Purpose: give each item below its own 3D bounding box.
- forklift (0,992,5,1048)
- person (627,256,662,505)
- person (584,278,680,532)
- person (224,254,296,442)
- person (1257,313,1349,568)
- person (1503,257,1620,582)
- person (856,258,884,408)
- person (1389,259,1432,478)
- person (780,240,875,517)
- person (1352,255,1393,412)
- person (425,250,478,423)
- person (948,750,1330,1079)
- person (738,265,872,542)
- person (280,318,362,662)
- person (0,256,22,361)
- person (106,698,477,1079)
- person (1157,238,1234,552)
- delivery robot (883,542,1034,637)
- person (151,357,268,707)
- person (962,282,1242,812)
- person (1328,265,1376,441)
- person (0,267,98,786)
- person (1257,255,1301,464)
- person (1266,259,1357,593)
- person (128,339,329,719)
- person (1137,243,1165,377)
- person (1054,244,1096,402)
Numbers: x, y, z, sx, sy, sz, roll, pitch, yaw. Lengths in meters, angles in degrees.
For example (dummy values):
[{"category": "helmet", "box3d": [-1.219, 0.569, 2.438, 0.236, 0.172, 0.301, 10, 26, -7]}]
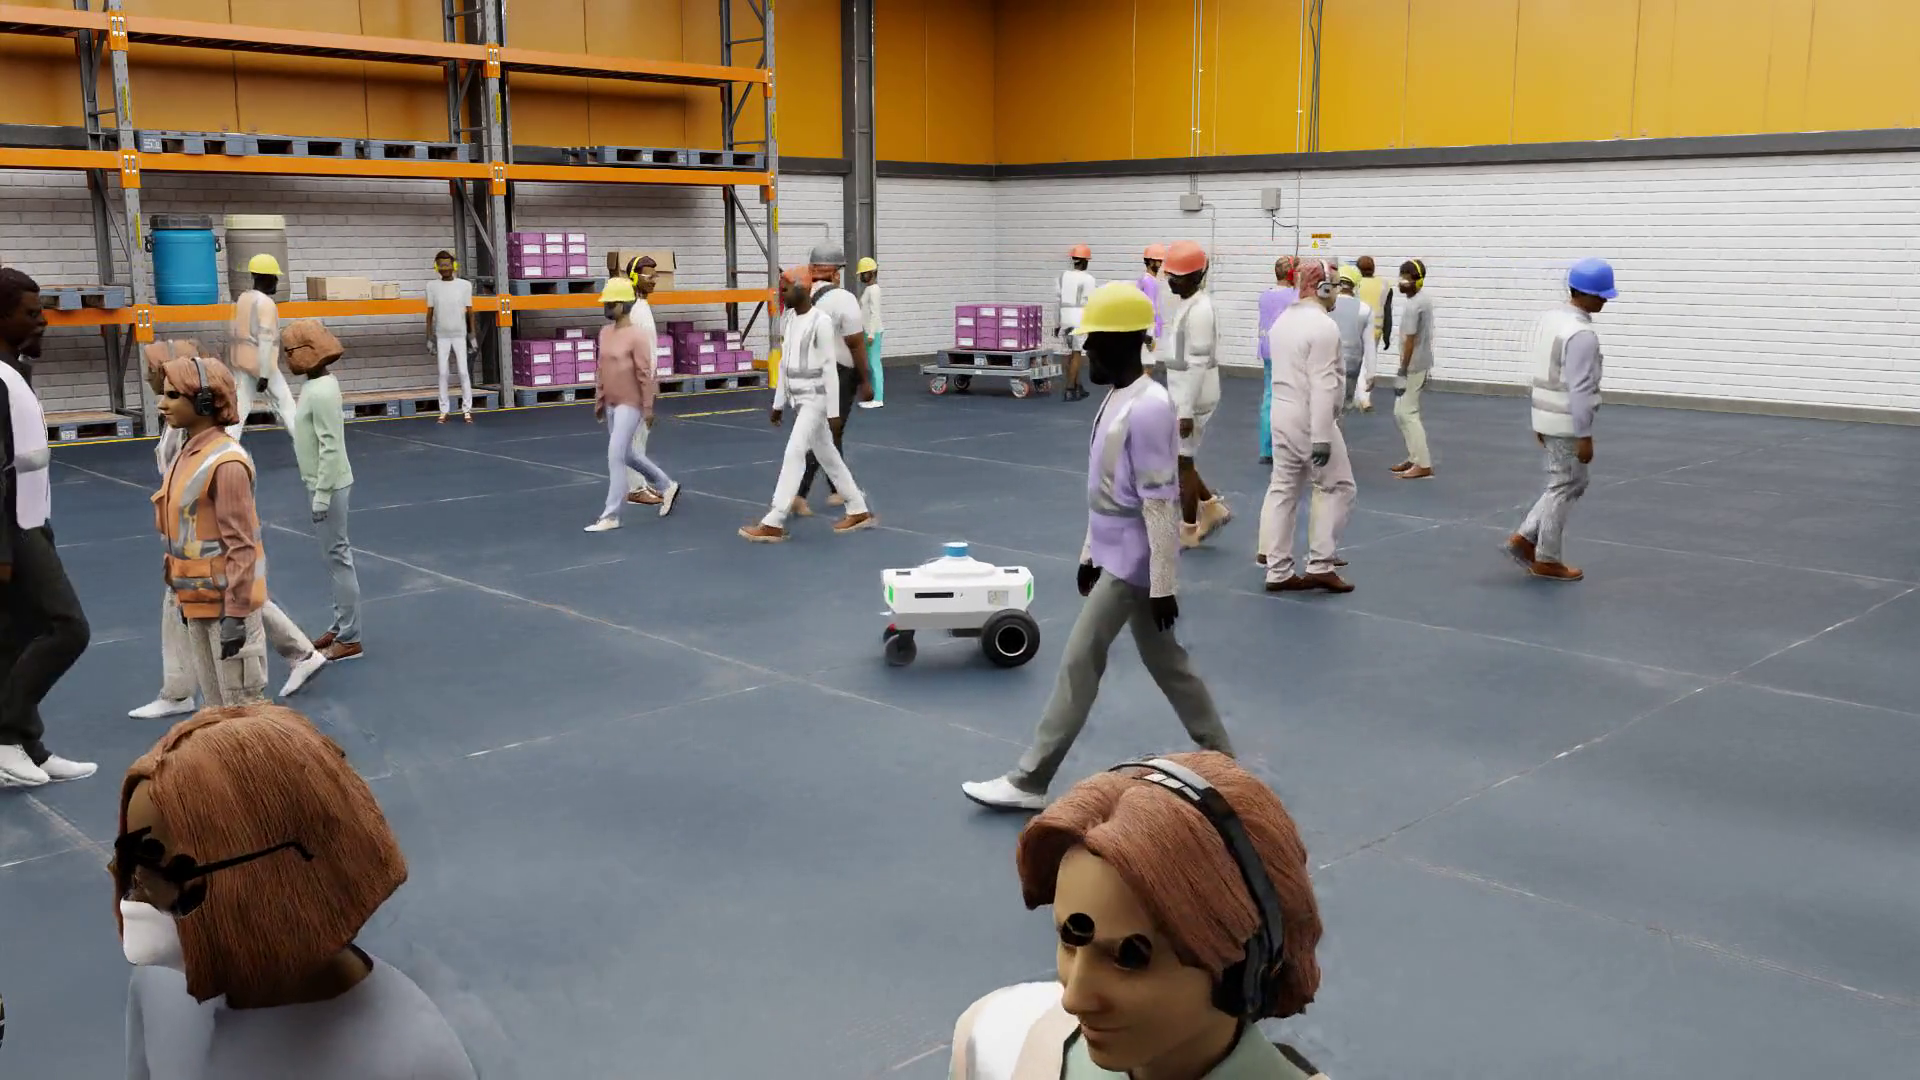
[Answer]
[{"category": "forklift", "box3d": [-3.245, 0.323, 3.363, 2.313, 2.155, 1.214, 2, 11, 13]}, {"category": "person", "box3d": [-2.394, -1.205, 12.589, 0.313, 1.866, 0.538, -1, 10, -5]}, {"category": "person", "box3d": [-2.291, -0.953, 11.566, 0.794, 1.741, 0.526, -9, 14, -40]}, {"category": "person", "box3d": [-6.000, -1.526, 14.365, 0.591, 1.861, 1.040, 8, 13, 38]}, {"category": "person", "box3d": [2.122, -0.620, 10.099, 0.668, 1.604, 0.514, -2, 11, -12]}, {"category": "person", "box3d": [3.491, -0.667, 9.554, 0.414, 1.902, 0.662, 1, 10, 4]}, {"category": "person", "box3d": [-1.059, -2.430, 19.560, 0.319, 1.763, 0.522, -2, 11, -9]}, {"category": "person", "box3d": [3.754, -1.399, 13.765, 0.388, 1.823, 0.597, 3, 11, 16]}, {"category": "person", "box3d": [-1.032, -1.210, 12.145, 0.680, 2.000, 0.986, 10, 14, 44]}, {"category": "person", "box3d": [4.653, -2.375, 19.193, 0.628, 1.800, 0.961, 0, 10, -2]}, {"category": "person", "box3d": [-5.496, -2.184, 17.977, 0.538, 1.853, 0.327, -2, 11, -11]}, {"category": "person", "box3d": [0.204, 0.953, 1.464, 0.528, 1.622, 0.469, 10, 14, 43]}, {"category": "person", "box3d": [-1.011, -0.918, 11.139, 1.005, 1.830, 0.588, -5, 12, -27]}, {"category": "person", "box3d": [-3.042, -0.236, 7.939, 0.279, 1.633, 0.499, -4, 11, -22]}, {"category": "person", "box3d": [-8.087, -1.492, 13.956, 0.542, 1.939, 0.368, 10, 14, 43]}, {"category": "person", "box3d": [-0.670, 0.930, 1.709, 0.497, 1.586, 0.873, 9, 13, 39]}, {"category": "person", "box3d": [1.445, -0.880, 10.444, 0.491, 2.002, 0.682, 0, 10, 0]}, {"category": "delivery robot", "box3d": [-0.015, 0.255, 7.951, 0.707, 0.478, 0.477, -1, 10, -5]}, {"category": "person", "box3d": [-2.419, 0.222, 5.425, 0.310, 1.642, 0.514, -9, 14, -40]}, {"category": "person", "box3d": [0.559, 0.039, 5.818, 1.032, 1.868, 0.595, 0, 10, 2]}, {"category": "person", "box3d": [3.288, -1.500, 14.476, 0.625, 1.772, 0.931, 2, 11, 10]}, {"category": "person", "box3d": [-3.416, -0.023, 6.032, 0.452, 1.902, 0.621, -5, 12, -26]}, {"category": "person", "box3d": [2.815, -1.559, 14.574, 0.390, 1.847, 0.566, -6, 12, -29]}, {"category": "person", "box3d": [2.031, -0.629, 9.388, 0.635, 1.883, 0.679, -3, 11, -16]}, {"category": "person", "box3d": [-3.143, -0.064, 7.103, 0.781, 1.601, 0.531, -6, 12, -28]}, {"category": "person", "box3d": [2.072, -2.232, 18.003, 0.374, 1.933, 0.550, 1, 10, 3]}, {"category": "person", "box3d": [1.496, -2.653, 20.358, 0.585, 1.906, 0.770, 10, 14, 42]}]
